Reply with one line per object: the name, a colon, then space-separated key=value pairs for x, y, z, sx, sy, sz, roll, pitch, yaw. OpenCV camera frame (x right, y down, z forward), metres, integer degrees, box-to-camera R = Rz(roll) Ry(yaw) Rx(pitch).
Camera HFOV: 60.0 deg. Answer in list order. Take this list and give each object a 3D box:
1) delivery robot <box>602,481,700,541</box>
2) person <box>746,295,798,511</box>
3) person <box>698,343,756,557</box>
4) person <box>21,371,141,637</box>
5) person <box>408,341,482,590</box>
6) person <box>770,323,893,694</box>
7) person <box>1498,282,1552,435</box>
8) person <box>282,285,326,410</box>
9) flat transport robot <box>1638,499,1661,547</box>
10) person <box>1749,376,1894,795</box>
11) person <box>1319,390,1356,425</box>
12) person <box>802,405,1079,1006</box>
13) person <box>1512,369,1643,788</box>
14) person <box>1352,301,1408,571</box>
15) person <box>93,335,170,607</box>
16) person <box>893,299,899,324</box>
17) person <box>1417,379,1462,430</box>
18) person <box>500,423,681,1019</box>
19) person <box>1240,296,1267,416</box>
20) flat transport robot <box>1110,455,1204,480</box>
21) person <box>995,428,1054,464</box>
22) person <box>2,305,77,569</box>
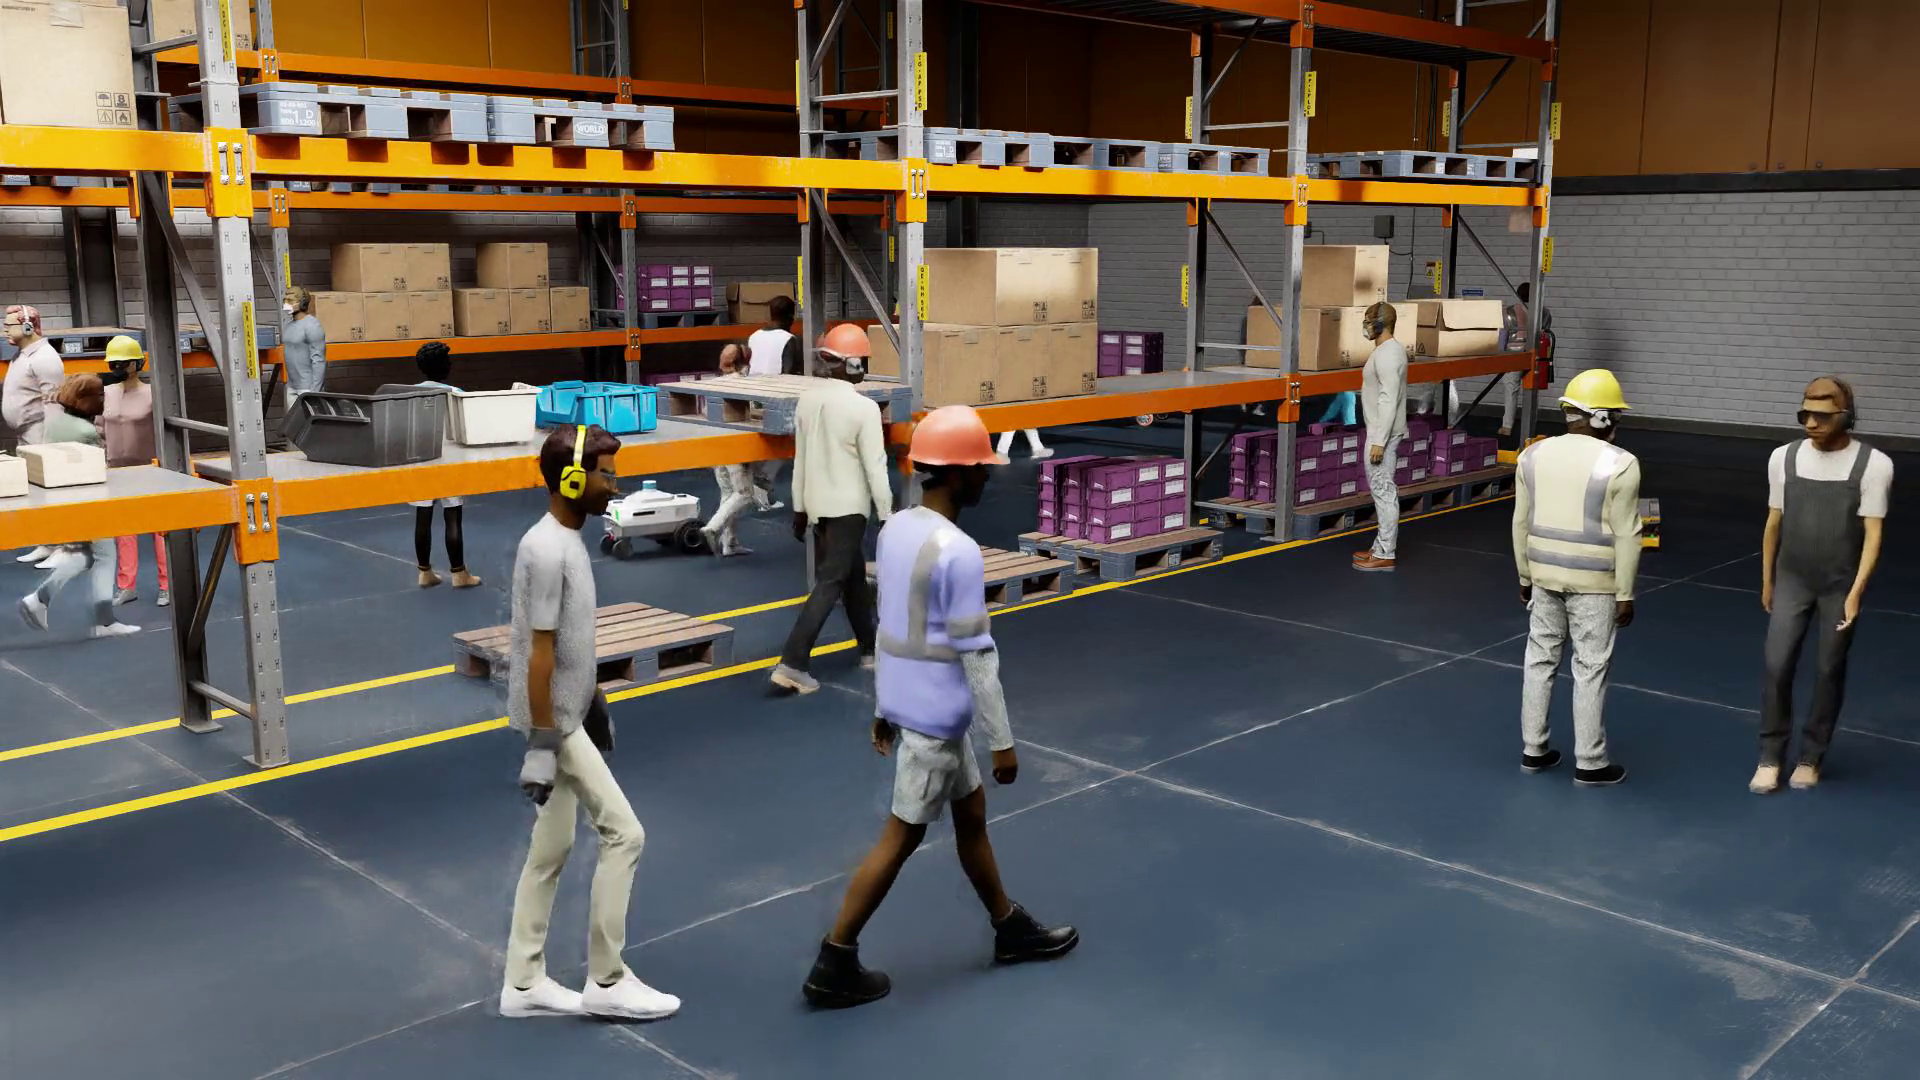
delivery robot: x=-2.340 y=-0.205 z=12.562 sx=0.707 sy=0.478 sz=0.477 roll=-7 pitch=12 yaw=-33
person: x=-1.683 y=-1.173 z=14.461 sx=0.633 sy=1.891 sz=0.562 roll=8 pitch=13 yaw=38
person: x=-1.745 y=-0.641 z=12.284 sx=0.507 sy=1.620 sz=0.543 roll=-10 pitch=14 yaw=-43
person: x=-5.233 y=-0.190 z=9.841 sx=0.513 sy=1.611 sz=0.531 roll=10 pitch=14 yaw=43
person: x=-3.555 y=-0.503 z=11.318 sx=0.536 sy=1.699 sz=0.322 roll=3 pitch=11 yaw=17
person: x=-0.660 y=-0.176 z=8.873 sx=1.023 sy=1.951 sz=0.642 roll=-10 pitch=14 yaw=-43
person: x=6.778 y=-2.178 z=20.063 sx=0.633 sy=1.843 sz=0.429 roll=0 pitch=10 yaw=0
person: x=-6.155 y=-1.410 z=15.611 sx=0.632 sy=1.940 sz=0.368 roll=10 pitch=14 yaw=43
flat transport robot: x=5.285 y=-0.172 z=13.413 sx=0.652 sy=0.197 sz=1.431 roll=4 pitch=11 yaw=21
person: x=3.644 y=0.213 z=7.096 sx=0.495 sy=1.815 sz=0.650 roll=8 pitch=13 yaw=38
person: x=4.398 y=-1.988 z=19.152 sx=0.563 sy=1.807 sz=0.915 roll=-6 pitch=12 yaw=-32
person: x=-0.081 y=0.521 z=5.229 sx=0.993 sy=1.889 sz=0.564 roll=-4 pitch=11 yaw=-22
person: x=2.716 y=0.167 z=7.314 sx=0.404 sy=1.828 sz=0.592 roll=-8 pitch=13 yaw=-36
person: x=3.035 y=-0.741 z=11.968 sx=0.350 sy=1.936 sz=0.635 roll=3 pitch=11 yaw=16
person: x=-5.347 y=-0.438 z=10.781 sx=0.522 sy=1.769 sz=0.318 roll=0 pitch=10 yaw=-1
person: x=-0.471 y=-1.743 z=17.966 sx=0.494 sy=1.742 sz=0.528 roll=-4 pitch=11 yaw=-19
person: x=5.461 y=-1.838 z=18.618 sx=0.799 sy=1.689 sz=0.473 roll=1 pitch=10 yaw=3
person: x=-1.128 y=0.566 z=5.097 sx=0.702 sy=1.839 sz=0.540 roll=-2 pitch=11 yaw=-12
person: x=4.002 y=-2.462 z=22.209 sx=0.505 sy=1.620 sz=0.341 roll=-4 pitch=11 yaw=-19
flat transport robot: x=1.582 y=-0.669 z=16.120 sx=1.431 sy=0.197 sz=0.652 roll=-5 pitch=11 yaw=-24
person: x=0.646 y=-1.726 z=17.682 sx=1.018 sy=1.825 sz=0.613 roll=-10 pitch=14 yaw=-43
person: x=-6.707 y=-0.744 z=12.072 sx=0.399 sy=1.908 sz=0.643 roll=-10 pitch=14 yaw=-42
